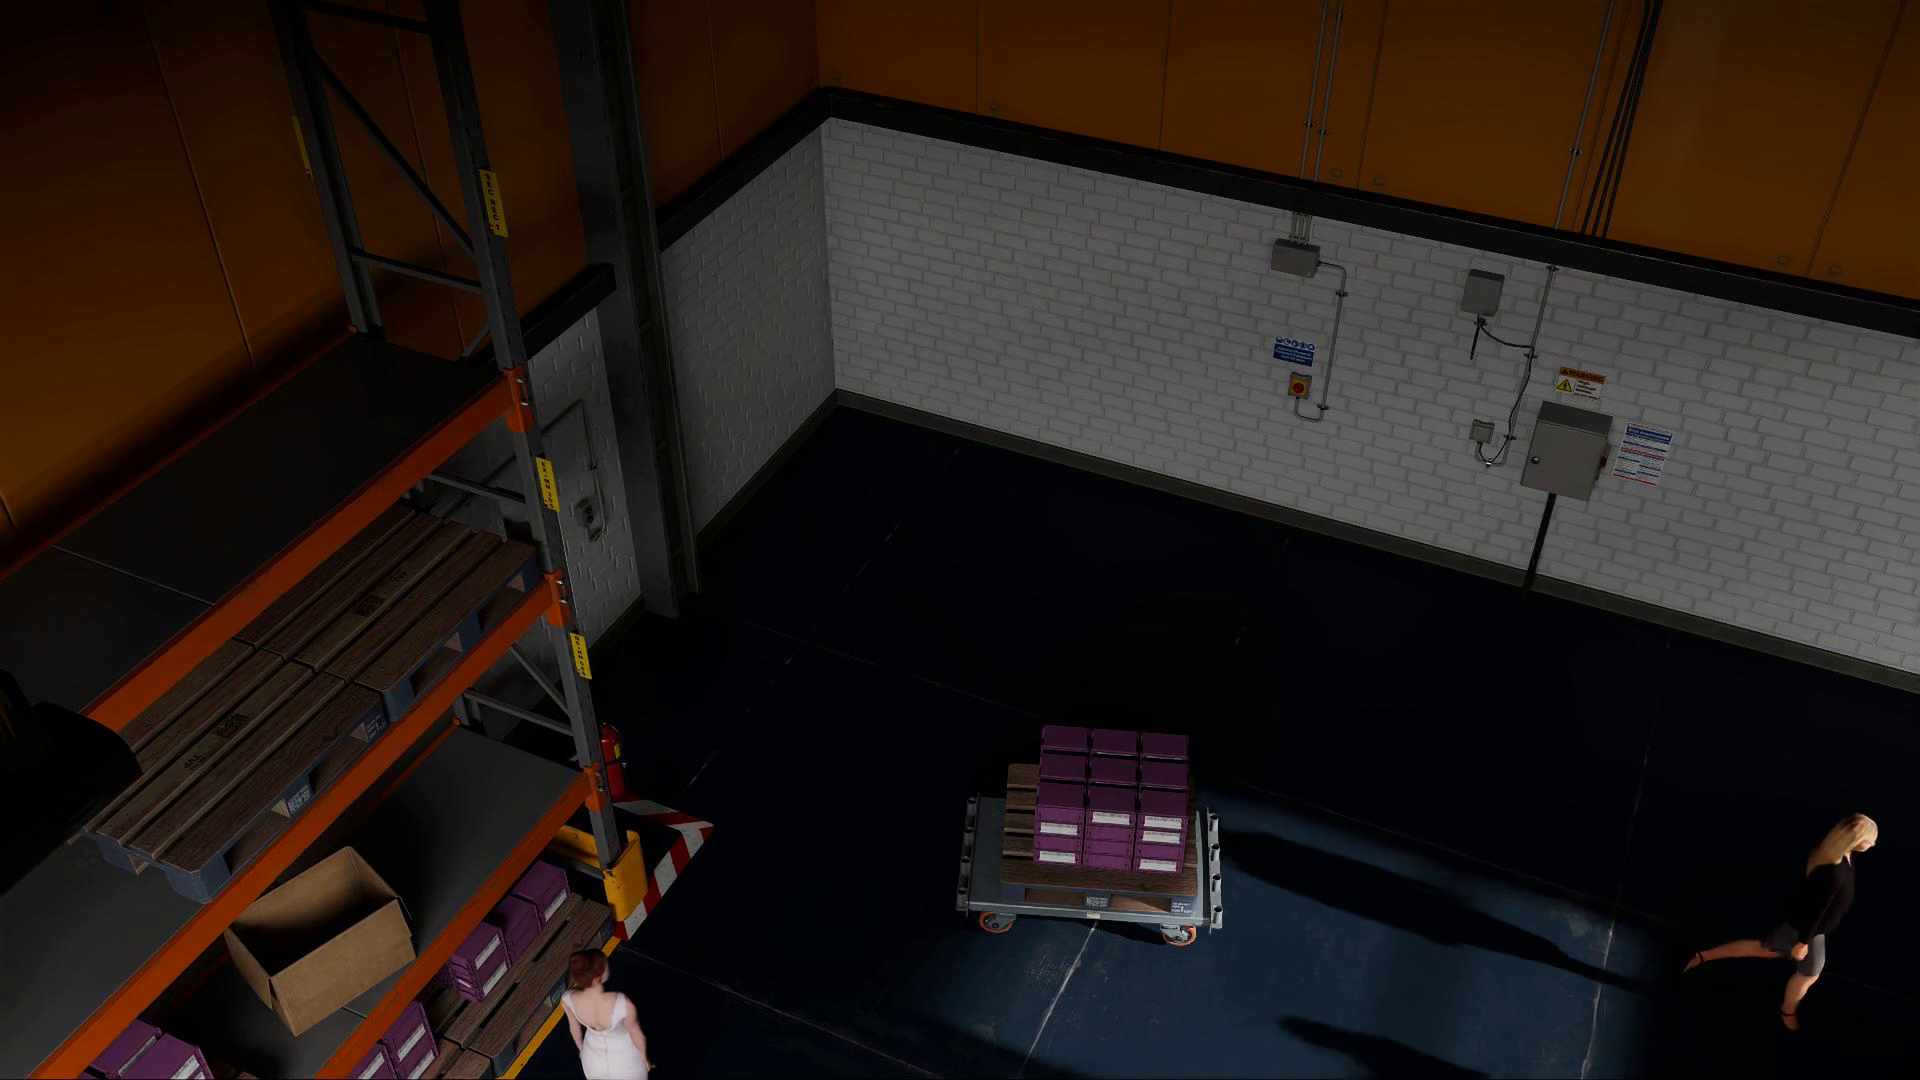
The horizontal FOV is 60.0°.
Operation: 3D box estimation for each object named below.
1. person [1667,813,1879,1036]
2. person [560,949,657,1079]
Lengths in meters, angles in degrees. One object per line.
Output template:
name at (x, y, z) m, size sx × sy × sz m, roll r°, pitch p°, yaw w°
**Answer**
person at (4.705, 2.177, 9.515) m, size 0.723 × 1.812 × 1.053 m, roll 15°, pitch 41°, yaw 18°
person at (-1.843, 2.762, 8.796) m, size 0.610 × 1.794 × 0.566 m, roll 7°, pitch 39°, yaw 9°
